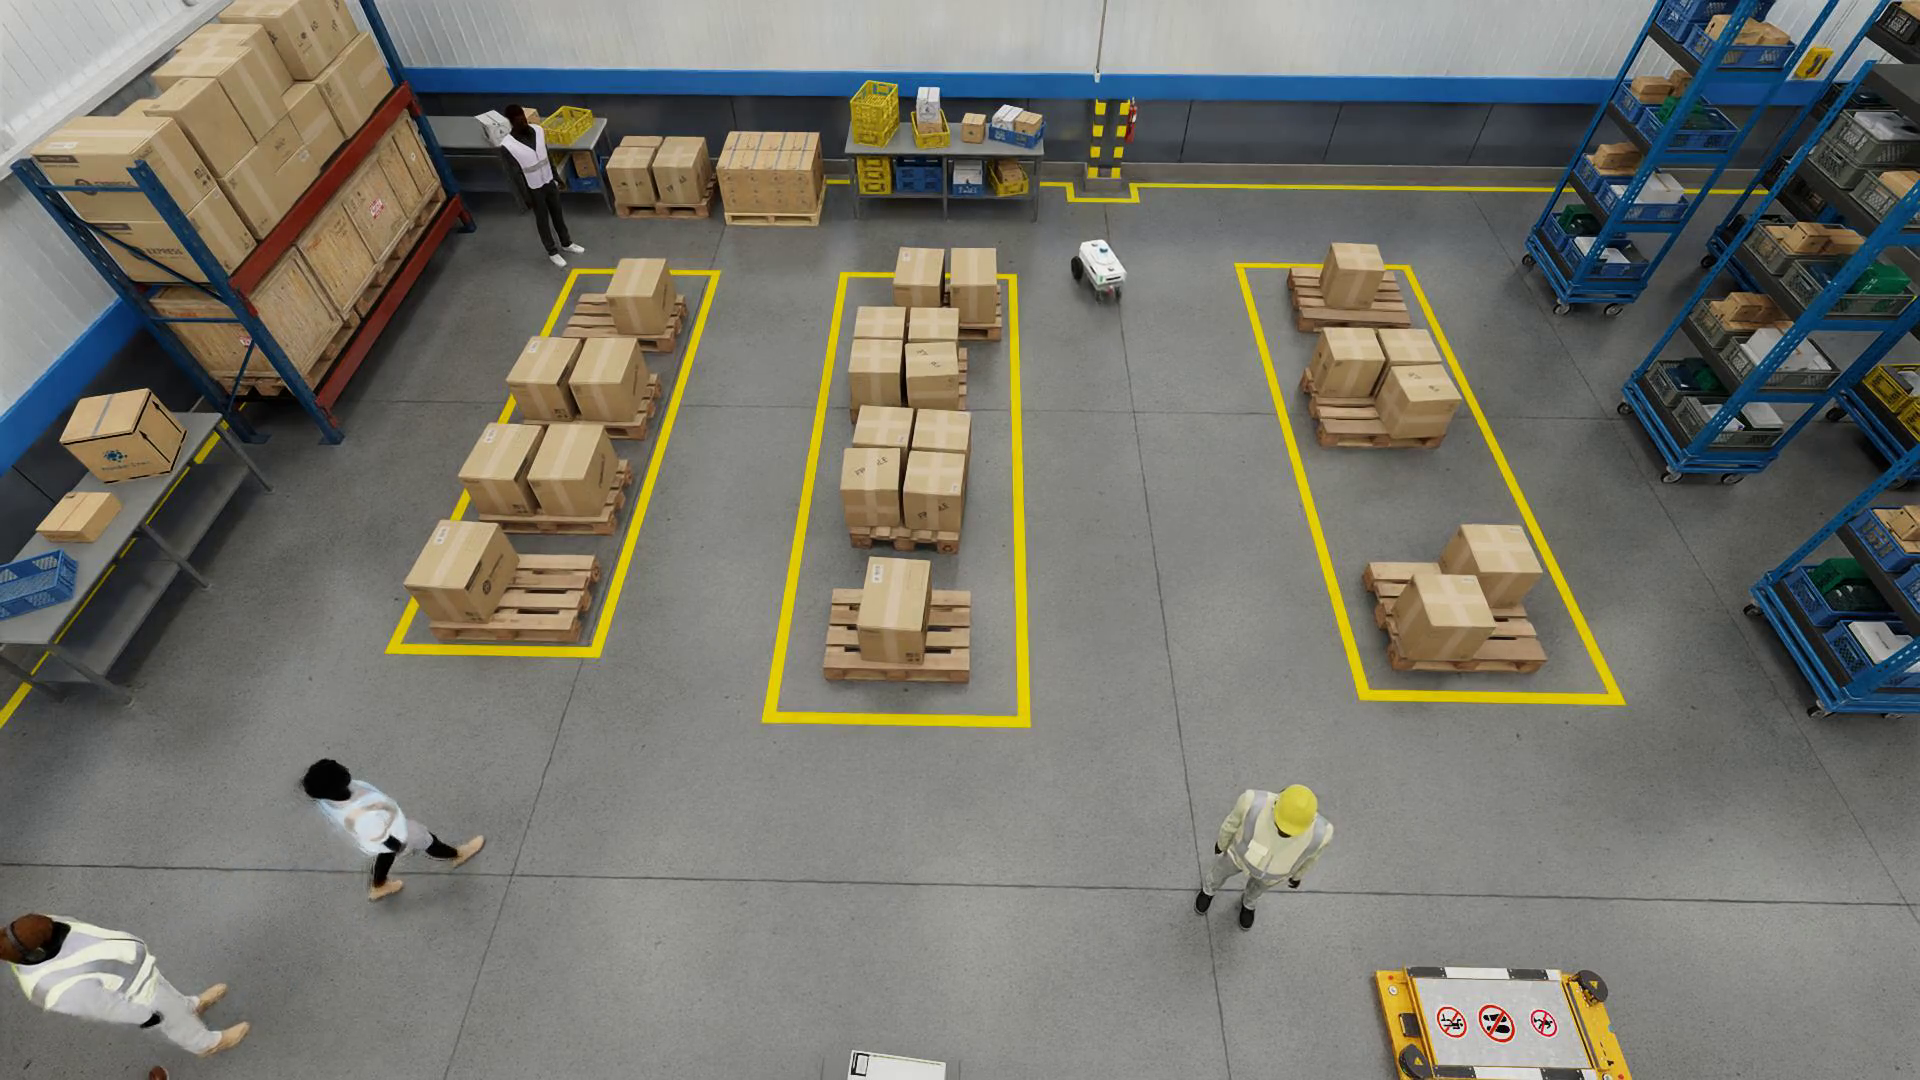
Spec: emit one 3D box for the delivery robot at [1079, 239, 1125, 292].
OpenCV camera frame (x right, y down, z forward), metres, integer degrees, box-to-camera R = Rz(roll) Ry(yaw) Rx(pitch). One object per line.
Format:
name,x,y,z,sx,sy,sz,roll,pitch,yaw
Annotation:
delivery robot,1.687,-3.281,10.902,0.477,0.478,0.707,-13,52,-10

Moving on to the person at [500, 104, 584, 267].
person,-4.975,-4.205,10.840,0.375,1.917,0.592,22,54,17

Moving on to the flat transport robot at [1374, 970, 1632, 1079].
flat transport robot,3.501,3.133,5.914,1.431,0.197,0.652,1,51,1

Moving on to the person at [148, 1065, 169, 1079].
person,-4.819,3.130,4.925,0.527,1.820,0.910,-20,54,-16

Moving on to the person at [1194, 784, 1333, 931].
person,1.914,2.014,5.825,0.586,1.833,0.403,18,53,14

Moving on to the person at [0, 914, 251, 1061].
person,-4.889,2.587,5.363,0.632,1.832,0.431,32,58,23

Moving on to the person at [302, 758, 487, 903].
person,-3.817,1.903,6.016,0.549,1.685,0.666,28,56,21
